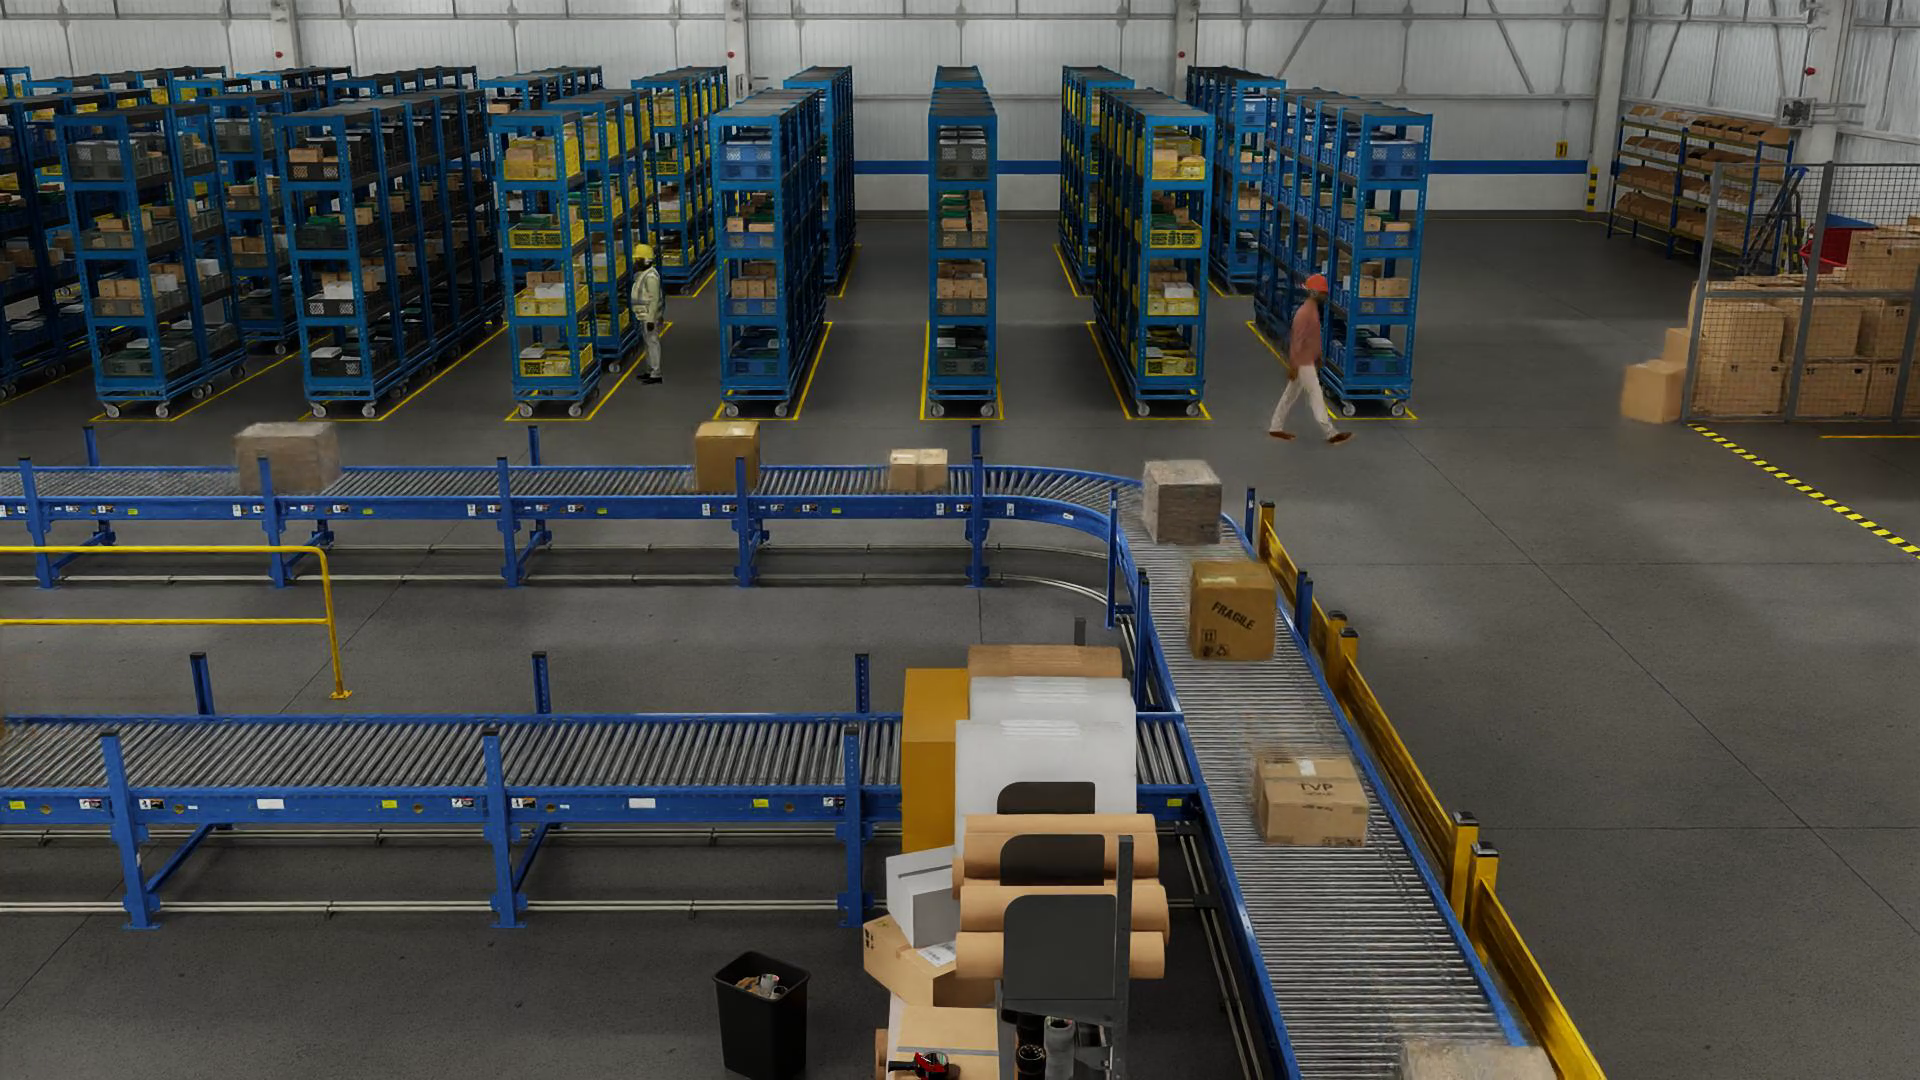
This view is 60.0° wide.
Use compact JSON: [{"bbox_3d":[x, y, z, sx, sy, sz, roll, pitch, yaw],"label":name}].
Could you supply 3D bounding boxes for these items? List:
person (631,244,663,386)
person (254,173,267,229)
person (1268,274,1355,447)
[{"bbox_3d":[-4.092,-2.949,21.750,0.404,1.836,0.599,-7,19,-19],"label":"person"},{"bbox_3d":[-14.122,-6.821,33.663,0.374,1.841,0.575,-3,18,-11],"label":"person"},{"bbox_3d":[3.981,-2.018,18.715,1.026,1.934,0.654,6,19,18],"label":"person"}]
